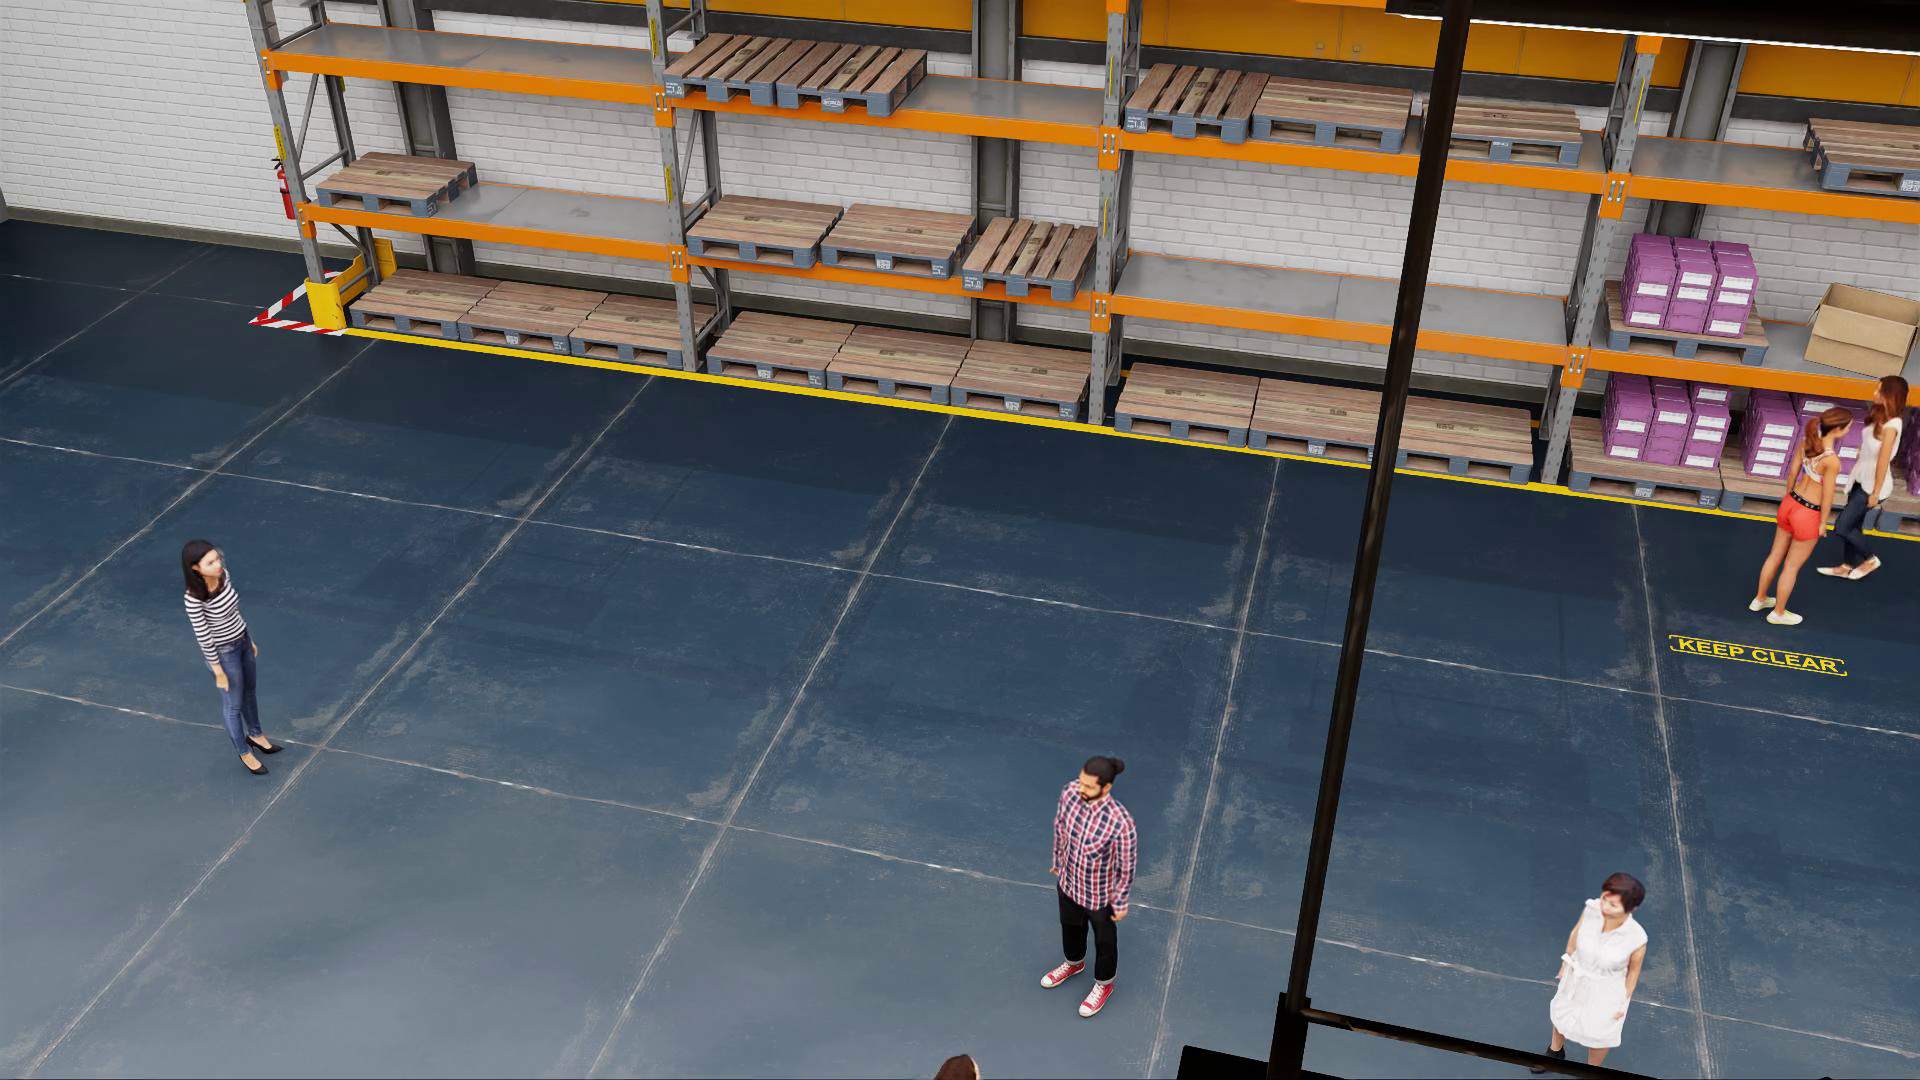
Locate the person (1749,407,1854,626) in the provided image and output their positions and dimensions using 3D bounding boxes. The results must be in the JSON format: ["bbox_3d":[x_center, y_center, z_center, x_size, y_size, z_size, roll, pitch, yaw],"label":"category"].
[{"bbox_3d":[6.239,-0.181,12.331,0.694,1.788,0.671,-8,34,-12],"label":"person"}]

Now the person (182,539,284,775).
[{"bbox_3d":[-4.792,0.759,10.909,0.520,1.797,0.610,4,34,6],"label":"person"}]

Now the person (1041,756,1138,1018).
[{"bbox_3d":[0.729,1.888,9.241,0.709,1.761,0.845,29,43,36],"label":"person"}]

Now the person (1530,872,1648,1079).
[{"bbox_3d":[3.344,2.336,8.754,0.706,1.555,0.626,-23,40,-30],"label":"person"}]

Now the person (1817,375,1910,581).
[{"bbox_3d":[7.042,-0.419,12.702,0.640,1.773,0.614,8,35,12],"label":"person"}]
